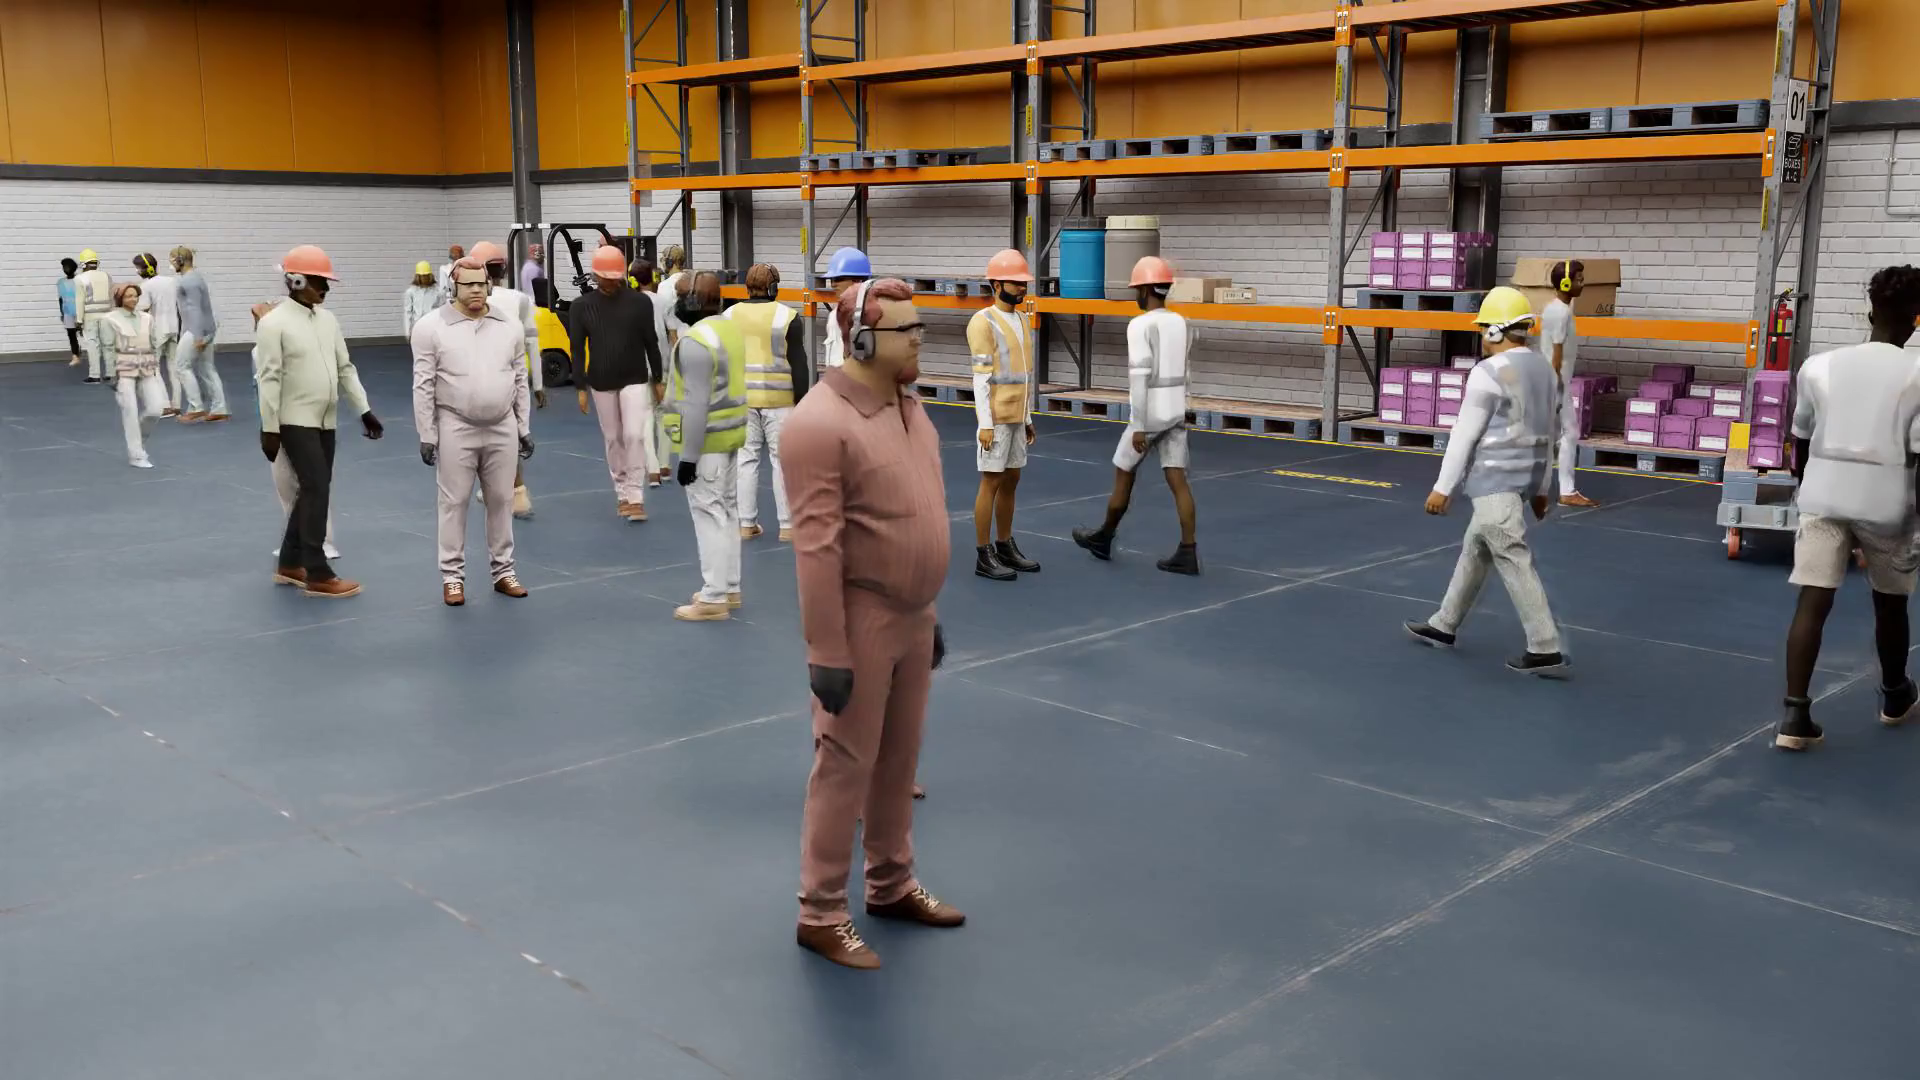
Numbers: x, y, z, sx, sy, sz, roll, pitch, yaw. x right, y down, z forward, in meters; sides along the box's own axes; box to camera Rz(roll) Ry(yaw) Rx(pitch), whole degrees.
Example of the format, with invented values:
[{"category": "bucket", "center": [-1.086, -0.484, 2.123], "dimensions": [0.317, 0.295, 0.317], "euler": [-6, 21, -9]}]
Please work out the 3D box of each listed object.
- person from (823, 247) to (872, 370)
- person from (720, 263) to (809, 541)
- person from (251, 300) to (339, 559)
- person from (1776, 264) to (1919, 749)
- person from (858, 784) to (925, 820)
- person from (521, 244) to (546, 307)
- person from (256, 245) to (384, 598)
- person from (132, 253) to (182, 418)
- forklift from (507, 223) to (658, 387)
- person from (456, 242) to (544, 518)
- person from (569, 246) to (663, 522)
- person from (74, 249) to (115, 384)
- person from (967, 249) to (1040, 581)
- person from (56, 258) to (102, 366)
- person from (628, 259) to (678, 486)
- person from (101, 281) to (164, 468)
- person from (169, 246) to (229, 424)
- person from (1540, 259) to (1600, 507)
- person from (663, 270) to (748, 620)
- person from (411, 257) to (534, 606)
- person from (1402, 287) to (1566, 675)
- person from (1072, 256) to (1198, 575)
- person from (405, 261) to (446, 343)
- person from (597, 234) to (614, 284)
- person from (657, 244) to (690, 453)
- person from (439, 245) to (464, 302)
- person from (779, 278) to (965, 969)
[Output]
[{"category": "person", "center": [-0.627, -0.784, 10.070], "dimensions": [0.404, 1.948, 0.605], "euler": [-8, 13, -35]}, {"category": "person", "center": [-1.284, -0.906, 11.029], "dimensions": [0.627, 1.844, 0.428], "euler": [3, 11, 16]}, {"category": "person", "center": [-4.157, -0.675, 10.374], "dimensions": [0.601, 1.625, 0.342], "euler": [5, 12, 25]}, {"category": "person", "center": [3.613, -0.135, 6.658], "dimensions": [0.613, 1.913, 0.999], "euler": [10, 14, 43]}, {"category": "person", "center": [-0.320, 0.147, 5.855], "dimensions": [0.285, 1.633, 0.497], "euler": [9, 14, 42]}, {"category": "person", "center": [-6.083, -3.307, 23.976], "dimensions": [0.420, 1.896, 0.681], "euler": [-4, 11, -20]}, {"category": "person", "center": [-3.675, -0.670, 9.428], "dimensions": [0.685, 1.965, 0.640], "euler": [2, 11, 12]}, {"category": "person", "center": [-8.807, -2.247, 18.416], "dimensions": [0.362, 1.844, 0.585], "euler": [5, 11, 25]}, {"category": "forklift", "center": [-5.316, -3.263, 22.920], "dimensions": [2.313, 2.155, 1.214], "euler": [-10, 14, -44]}, {"category": "person", "center": [-3.359, -1.163, 12.076], "dimensions": [0.614, 1.983, 1.068], "euler": [-9, 14, -40]}, {"category": "person", "center": [-2.422, -1.092, 11.760], "dimensions": [0.627, 1.937, 0.825], "euler": [-1, 10, -8]}, {"category": "person", "center": [-11.812, -3.041, 22.693], "dimensions": [0.404, 1.831, 0.600], "euler": [5, 11, 23]}, {"category": "person", "center": [0.278, -0.738, 9.852], "dimensions": [0.359, 1.938, 0.545], "euler": [6, 12, 32]}, {"category": "person", "center": [-13.717, -3.550, 25.906], "dimensions": [0.544, 1.682, 0.516], "euler": [1, 10, 7]}, {"category": "person", "center": [-2.529, -1.362, 13.560], "dimensions": [0.537, 1.824, 0.820], "euler": [-3, 11, -13]}, {"category": "person", "center": [-7.216, -1.433, 14.493], "dimensions": [0.411, 1.628, 0.519], "euler": [6, 12, 31]}, {"category": "person", "center": [-8.226, -2.180, 17.791], "dimensions": [0.654, 1.906, 0.650], "euler": [-3, 11, -18]}, {"category": "person", "center": [4.400, -1.166, 12.440], "dimensions": [0.771, 1.851, 0.518], "euler": [2, 11, 12]}, {"category": "person", "center": [-1.350, -0.495, 8.810], "dimensions": [0.430, 1.835, 0.643], "euler": [2, 11, 11]}, {"category": "person", "center": [-2.666, -0.599, 9.184], "dimensions": [0.652, 1.904, 0.405], "euler": [-7, 13, -34]}, {"category": "person", "center": [2.510, -0.282, 7.797], "dimensions": [0.599, 1.788, 0.925], "euler": [-10, 14, -42]}, {"category": "person", "center": [1.125, -0.763, 10.117], "dimensions": [0.573, 1.882, 0.983], "euler": [-9, 14, -41]}, {"category": "person", "center": [-6.623, -2.609, 20.655], "dimensions": [0.493, 1.714, 0.784], "euler": [-3, 11, -17]}, {"category": "person", "center": [-5.553, -3.802, 26.284], "dimensions": [0.381, 2.039, 0.606], "euler": [-3, 11, -16]}, {"category": "person", "center": [-2.628, -1.780, 15.525], "dimensions": [0.370, 1.941, 0.627], "euler": [4, 11, 21]}, {"category": "person", "center": [-8.054, -3.794, 26.711], "dimensions": [0.574, 1.869, 0.456], "euler": [-3, 11, -17]}, {"category": "person", "center": [-0.237, 0.237, 4.694], "dimensions": [0.444, 1.924, 0.663], "euler": [5, 12, 25]}]
